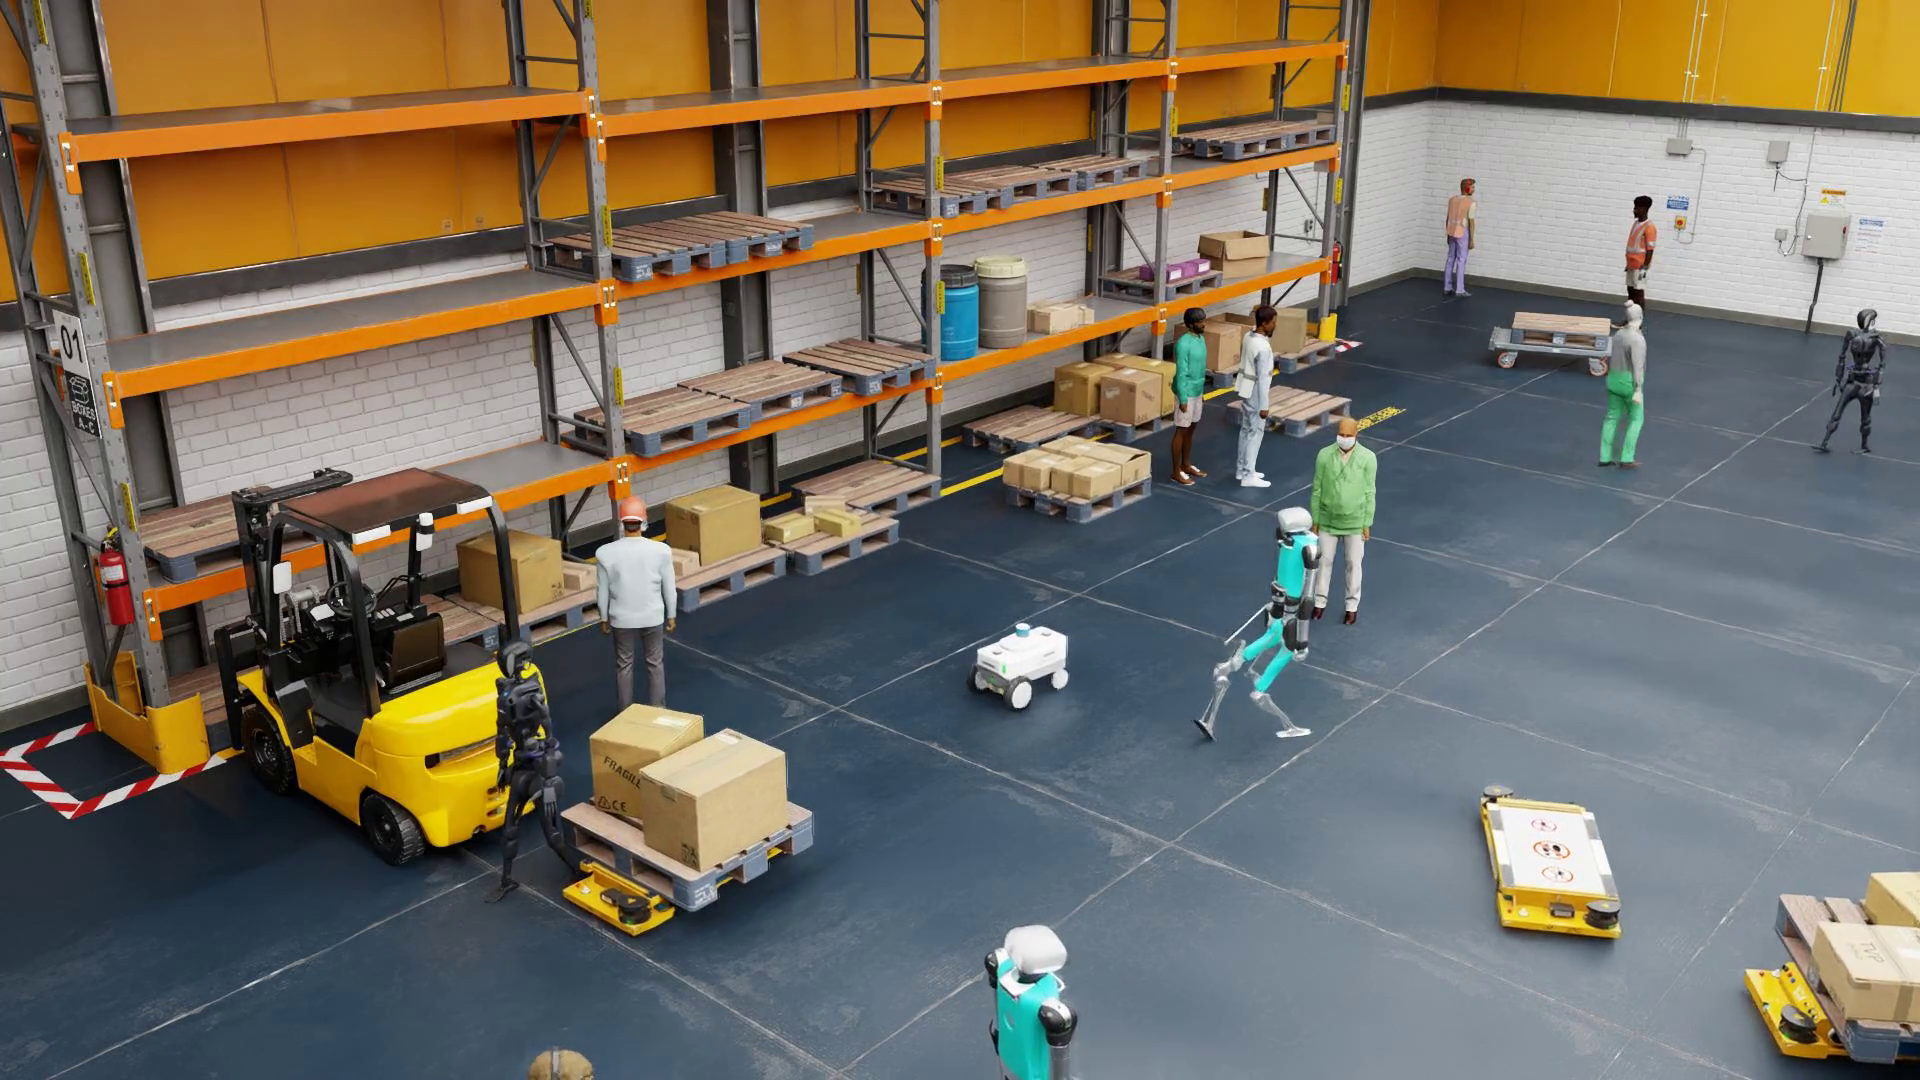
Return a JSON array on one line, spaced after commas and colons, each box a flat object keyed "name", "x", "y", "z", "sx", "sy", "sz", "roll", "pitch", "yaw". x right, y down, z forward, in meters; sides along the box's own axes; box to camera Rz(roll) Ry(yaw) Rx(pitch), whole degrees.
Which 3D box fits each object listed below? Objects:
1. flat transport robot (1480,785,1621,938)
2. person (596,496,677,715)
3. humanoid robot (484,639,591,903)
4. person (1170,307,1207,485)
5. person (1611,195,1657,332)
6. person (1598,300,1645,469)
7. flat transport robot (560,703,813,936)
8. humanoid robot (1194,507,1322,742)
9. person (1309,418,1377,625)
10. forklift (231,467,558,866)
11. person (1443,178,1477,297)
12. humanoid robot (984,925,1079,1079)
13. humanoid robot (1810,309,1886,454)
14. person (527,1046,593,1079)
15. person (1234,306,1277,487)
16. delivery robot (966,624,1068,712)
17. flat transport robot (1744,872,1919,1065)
[{"name": "flat transport robot", "x": 3.610, "y": 1.961, "z": 10.237, "sx": 0.659, "sy": 0.231, "sz": 1.431, "roll": 4, "pitch": 21, "yaw": 11}, {"name": "person", "x": -2.325, "y": 0.524, "z": 12.008, "sx": 0.572, "sy": 1.739, "sz": 0.351, "roll": -4, "pitch": 21, "yaw": -10}, {"name": "humanoid robot", "x": -2.553, "y": 1.375, "z": 9.832, "sx": 0.607, "sy": 1.640, "sz": 0.616, "roll": 17, "pitch": 27, "yaw": 39}, {"name": "person", "x": 2.391, "y": -1.521, "z": 17.392, "sx": 0.397, "sy": 1.850, "sz": 0.491, "roll": 13, "pitch": 24, "yaw": 31}, {"name": "person", "x": 9.691, "y": -3.942, "z": 23.787, "sx": 0.369, "sy": 1.963, "sz": 0.607, "roll": 0, "pitch": 20, "yaw": 0}, {"name": "person", "x": 7.143, "y": -1.672, "z": 17.842, "sx": 0.509, "sy": 1.821, "sz": 0.540, "roll": -7, "pitch": 21, "yaw": -18}, {"name": "flat transport robot", "x": -1.665, "y": 1.957, "z": 10.248, "sx": 0.659, "sy": 0.231, "sz": 1.431, "roll": 16, "pitch": 26, "yaw": 37}, {"name": "humanoid robot", "x": 2.052, "y": 0.652, "z": 11.702, "sx": 0.987, "sy": 1.772, "sz": 0.530, "roll": -5, "pitch": 21, "yaw": -13}, {"name": "person", "x": 3.170, "y": -0.165, "z": 13.833, "sx": 0.534, "sy": 1.778, "sz": 0.390, "roll": 6, "pitch": 21, "yaw": 17}, {"name": "forklift", "x": -3.730, "y": 0.710, "z": 10.856, "sx": 2.313, "sy": 2.155, "sz": 1.214, "roll": 17, "pitch": 26, "yaw": 38}, {"name": "person", "x": 7.854, "y": -4.755, "z": 26.166, "sx": 0.397, "sy": 1.840, "sz": 0.563, "roll": -10, "pitch": 22, "yaw": -25}, {"name": "humanoid robot", "x": 0.471, "y": 2.376, "z": 7.019, "sx": 0.737, "sy": 1.799, "sz": 0.545, "roll": -12, "pitch": 23, "yaw": -30}, {"name": "humanoid robot", "x": 9.825, "y": -1.715, "z": 18.205, "sx": 0.713, "sy": 1.631, "sz": 0.598, "roll": -9, "pitch": 22, "yaw": -23}, {"name": "person", "x": -1.532, "y": 2.659, "z": 6.014, "sx": 0.959, "sy": 1.897, "sz": 0.625, "roll": -3, "pitch": 20, "yaw": -8}, {"name": "person", "x": 3.055, "y": -1.486, "z": 17.217, "sx": 0.400, "sy": 1.909, "sz": 0.598, "roll": -3, "pitch": 20, "yaw": -7}, {"name": "delivery robot", "x": 0.455, "y": 0.937, "z": 12.610, "sx": 0.792, "sy": 0.603, "sz": 0.499, "roll": -17, "pitch": 26, "yaw": -39}, {"name": "flat transport robot", "x": 4.995, "y": 2.499, "z": 8.779, "sx": 1.431, "sy": 0.231, "sz": 0.659, "roll": 2, "pitch": 20, "yaw": 7}]
